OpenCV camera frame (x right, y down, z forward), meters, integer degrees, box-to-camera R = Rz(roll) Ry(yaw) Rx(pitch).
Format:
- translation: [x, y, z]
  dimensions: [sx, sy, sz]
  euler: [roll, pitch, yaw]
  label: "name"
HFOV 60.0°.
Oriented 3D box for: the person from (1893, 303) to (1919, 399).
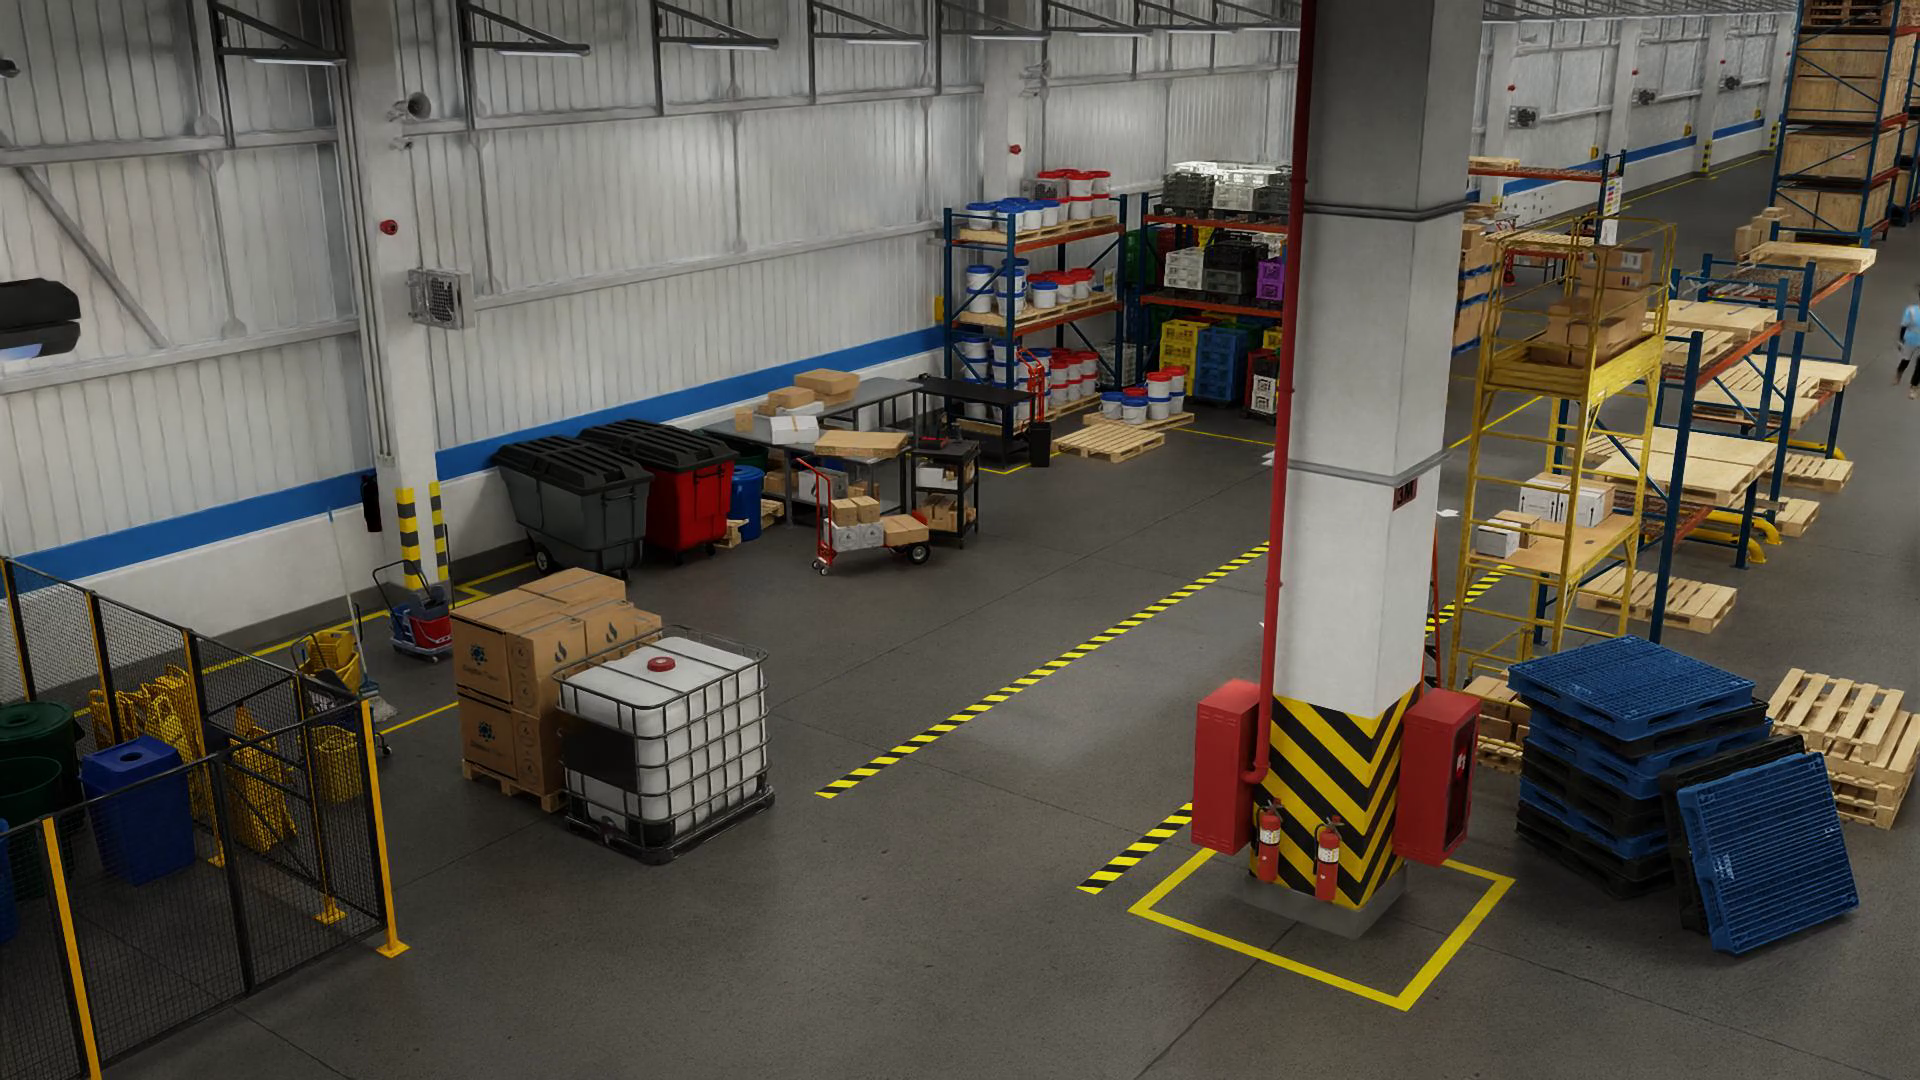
- translation: [14.137, -2.951, 24.545]
  dimensions: [0.528, 1.672, 0.624]
  euler: [7, 19, 21]
  label: "person"
